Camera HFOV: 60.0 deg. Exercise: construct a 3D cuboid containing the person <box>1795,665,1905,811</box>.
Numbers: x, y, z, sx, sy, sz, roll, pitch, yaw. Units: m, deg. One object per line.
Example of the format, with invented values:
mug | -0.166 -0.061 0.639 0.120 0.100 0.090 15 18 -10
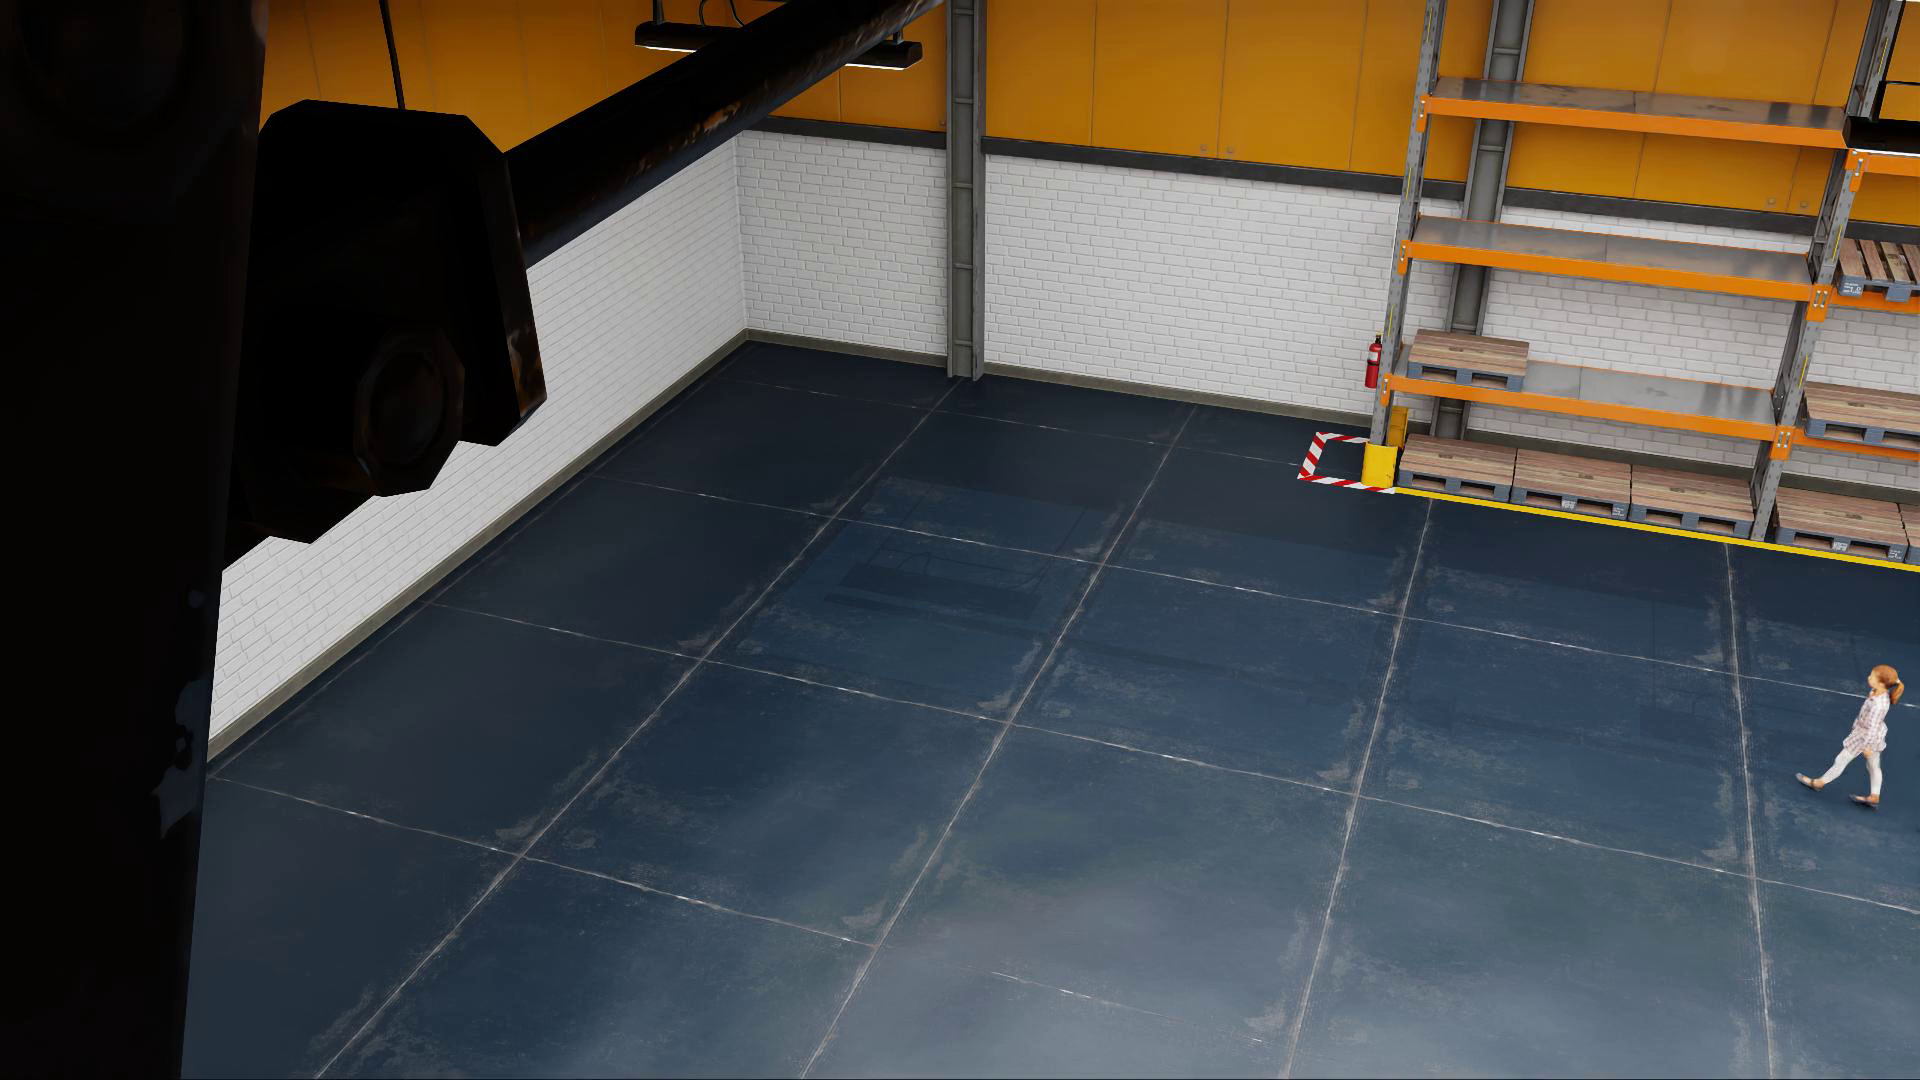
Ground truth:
person | 7.274 1.590 13.175 0.921 1.282 0.702 20 35 32
